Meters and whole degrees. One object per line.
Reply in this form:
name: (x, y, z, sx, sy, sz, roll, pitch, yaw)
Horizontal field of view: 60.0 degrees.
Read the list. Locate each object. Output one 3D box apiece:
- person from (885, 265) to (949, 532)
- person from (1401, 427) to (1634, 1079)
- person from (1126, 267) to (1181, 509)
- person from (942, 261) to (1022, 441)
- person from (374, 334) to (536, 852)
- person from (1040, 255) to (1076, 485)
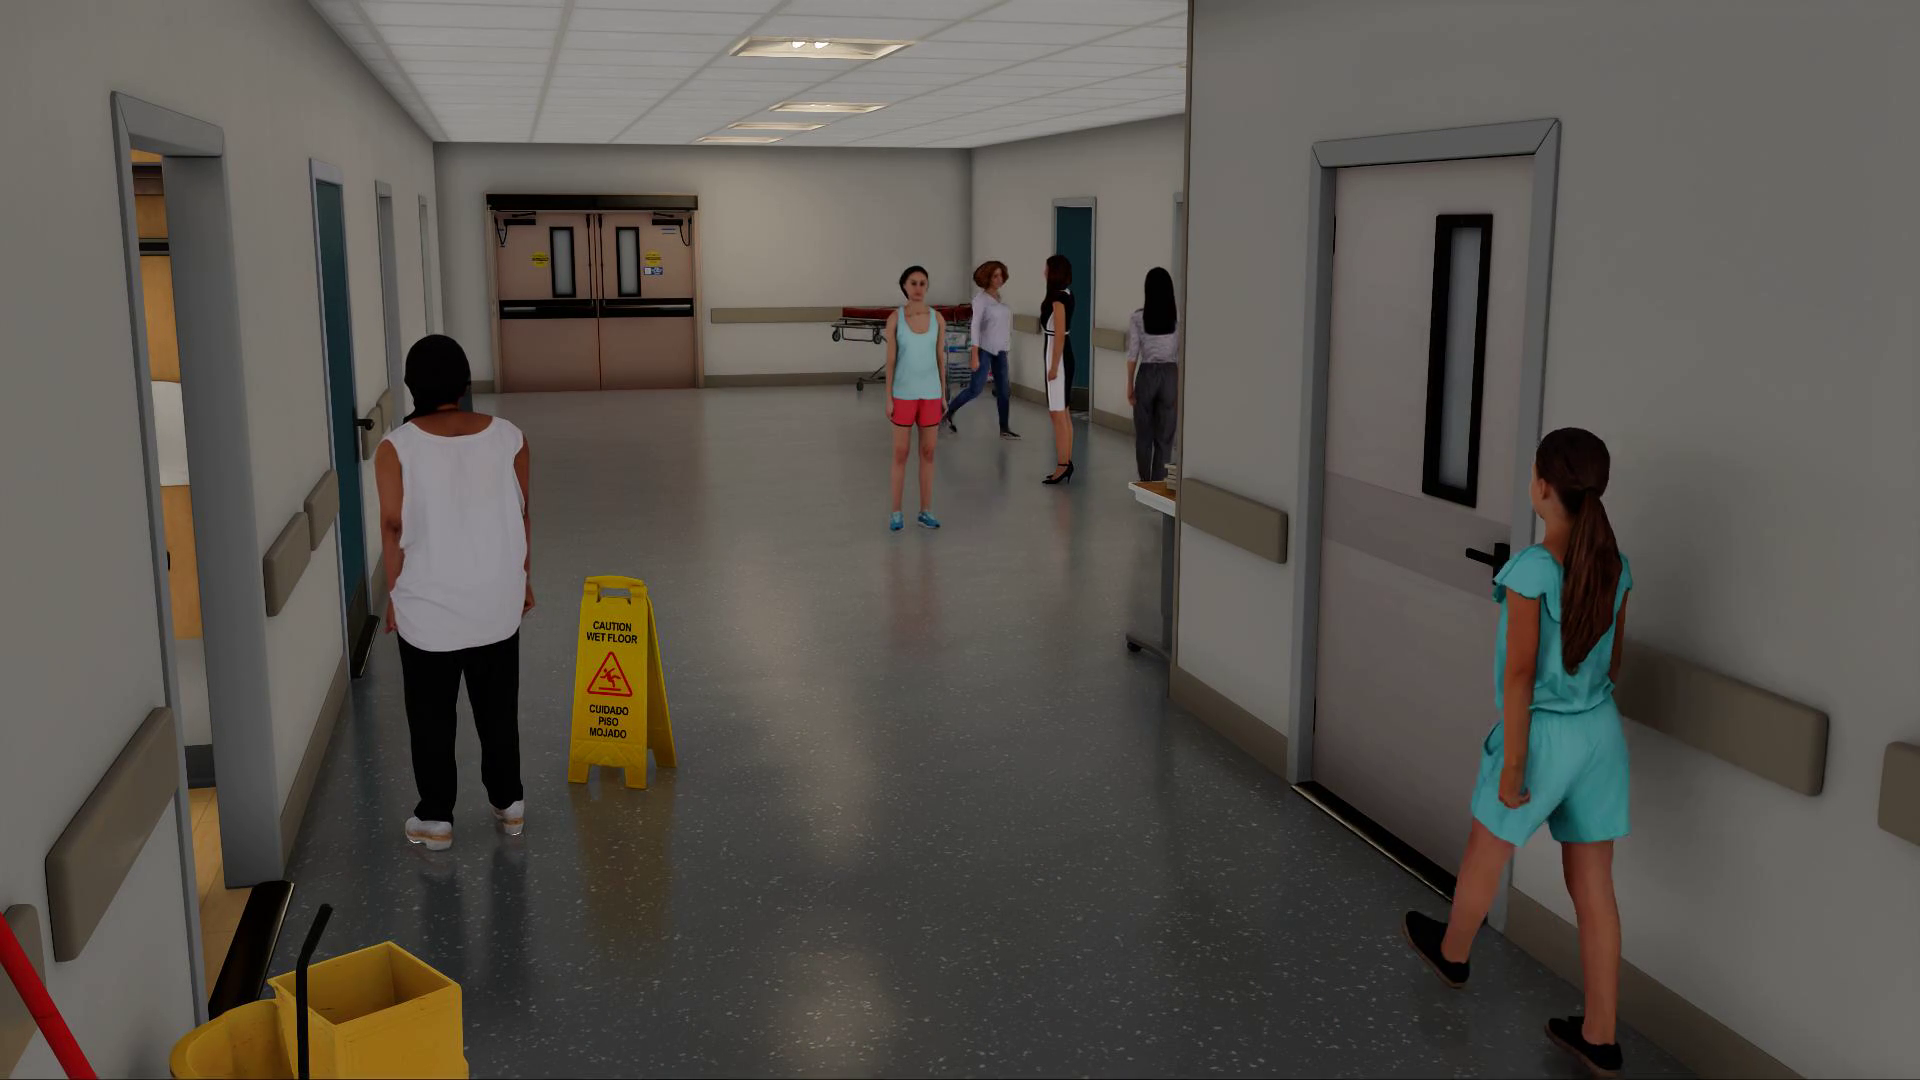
person: (-0.295, -0.945, 11.117, 0.595, 1.764, 0.543, -3, 11, -17)
person: (1.482, 0.530, 3.995, 0.554, 1.521, 0.962, -3, 11, -17)
person: (1.421, -1.067, 11.930, 0.897, 1.702, 1.131, 2, 11, 10)
person: (0.184, -1.776, 15.741, 1.193, 1.674, 1.048, 8, 14, 37)
person: (-1.673, 0.163, 5.484, 0.737, 1.688, 0.720, -7, 13, -34)
person: (0.781, -1.347, 13.154, 0.718, 1.795, 0.594, 3, 11, 14)
